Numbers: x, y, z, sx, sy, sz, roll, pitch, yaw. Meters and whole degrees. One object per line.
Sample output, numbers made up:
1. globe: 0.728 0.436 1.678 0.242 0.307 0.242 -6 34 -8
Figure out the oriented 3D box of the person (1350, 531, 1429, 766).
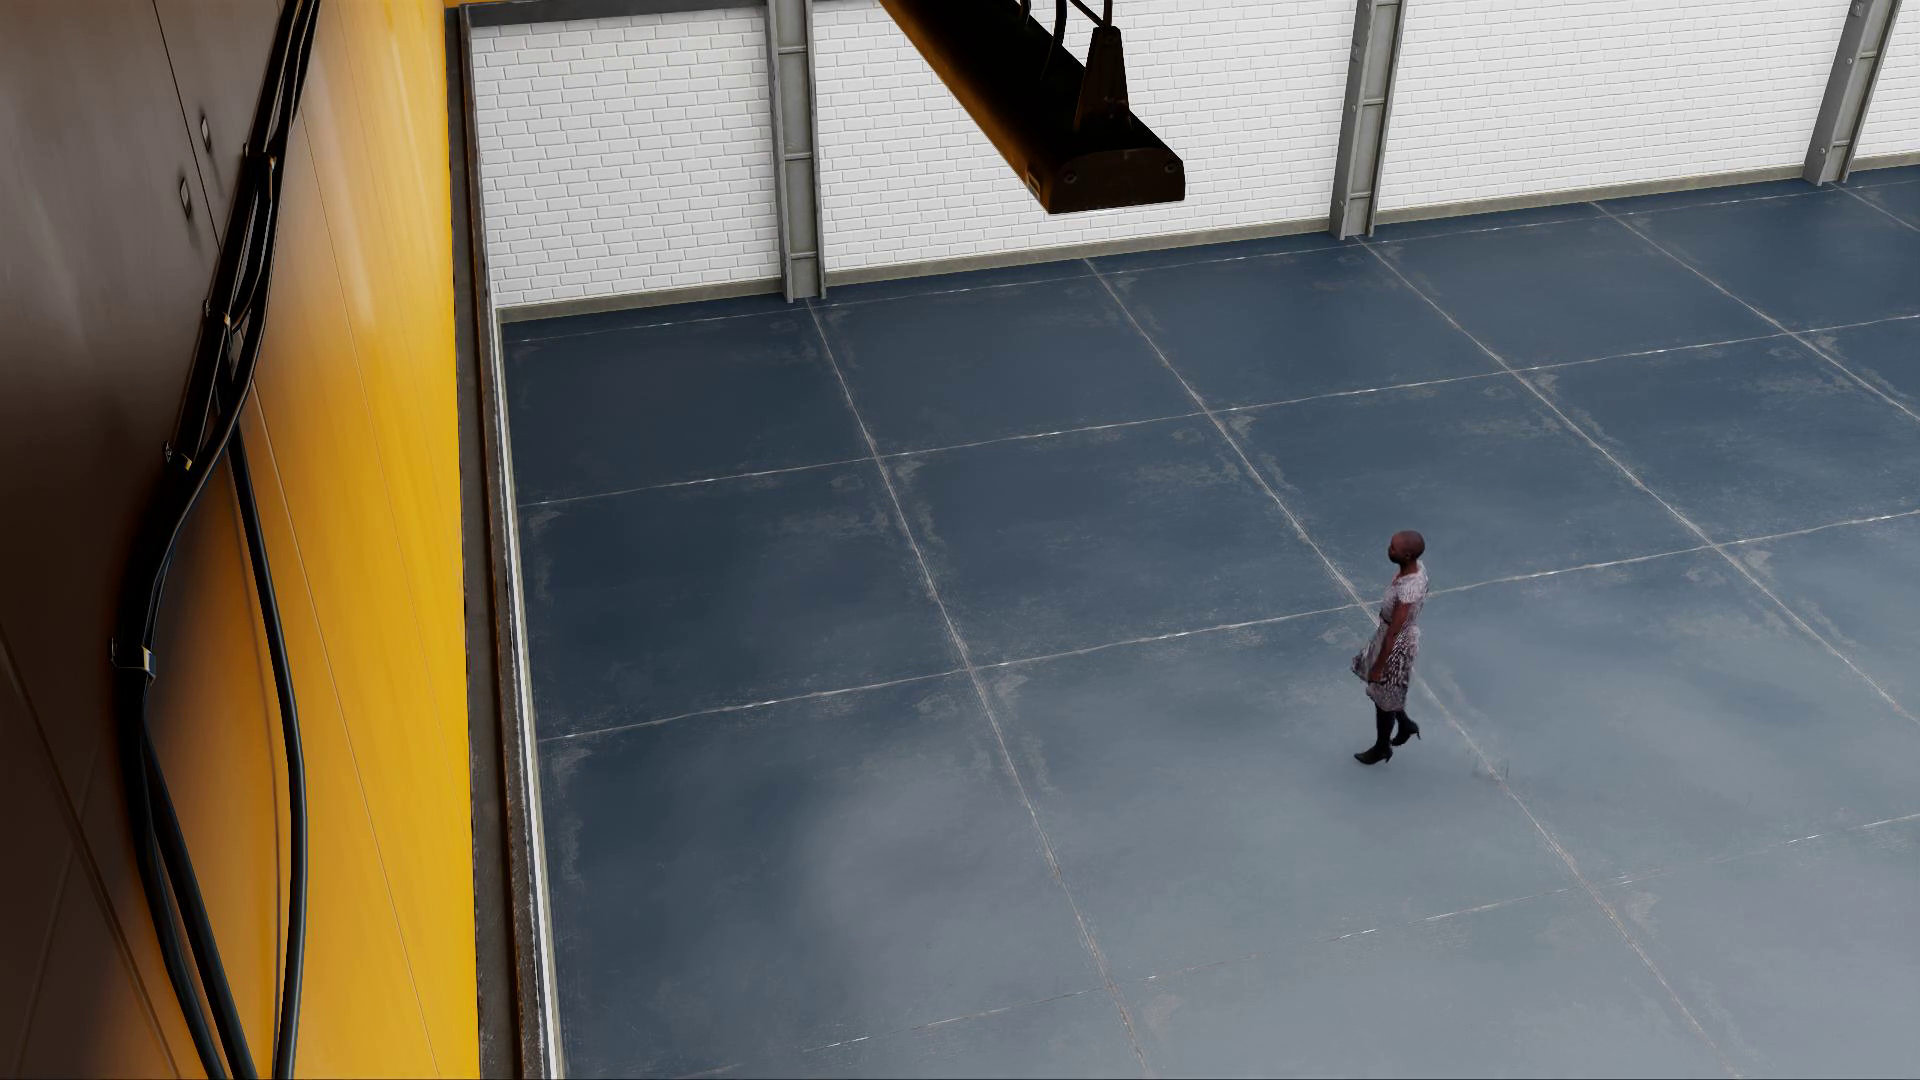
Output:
1. person: 2.786 0.726 10.301 0.877 1.778 0.807 8 34 12
